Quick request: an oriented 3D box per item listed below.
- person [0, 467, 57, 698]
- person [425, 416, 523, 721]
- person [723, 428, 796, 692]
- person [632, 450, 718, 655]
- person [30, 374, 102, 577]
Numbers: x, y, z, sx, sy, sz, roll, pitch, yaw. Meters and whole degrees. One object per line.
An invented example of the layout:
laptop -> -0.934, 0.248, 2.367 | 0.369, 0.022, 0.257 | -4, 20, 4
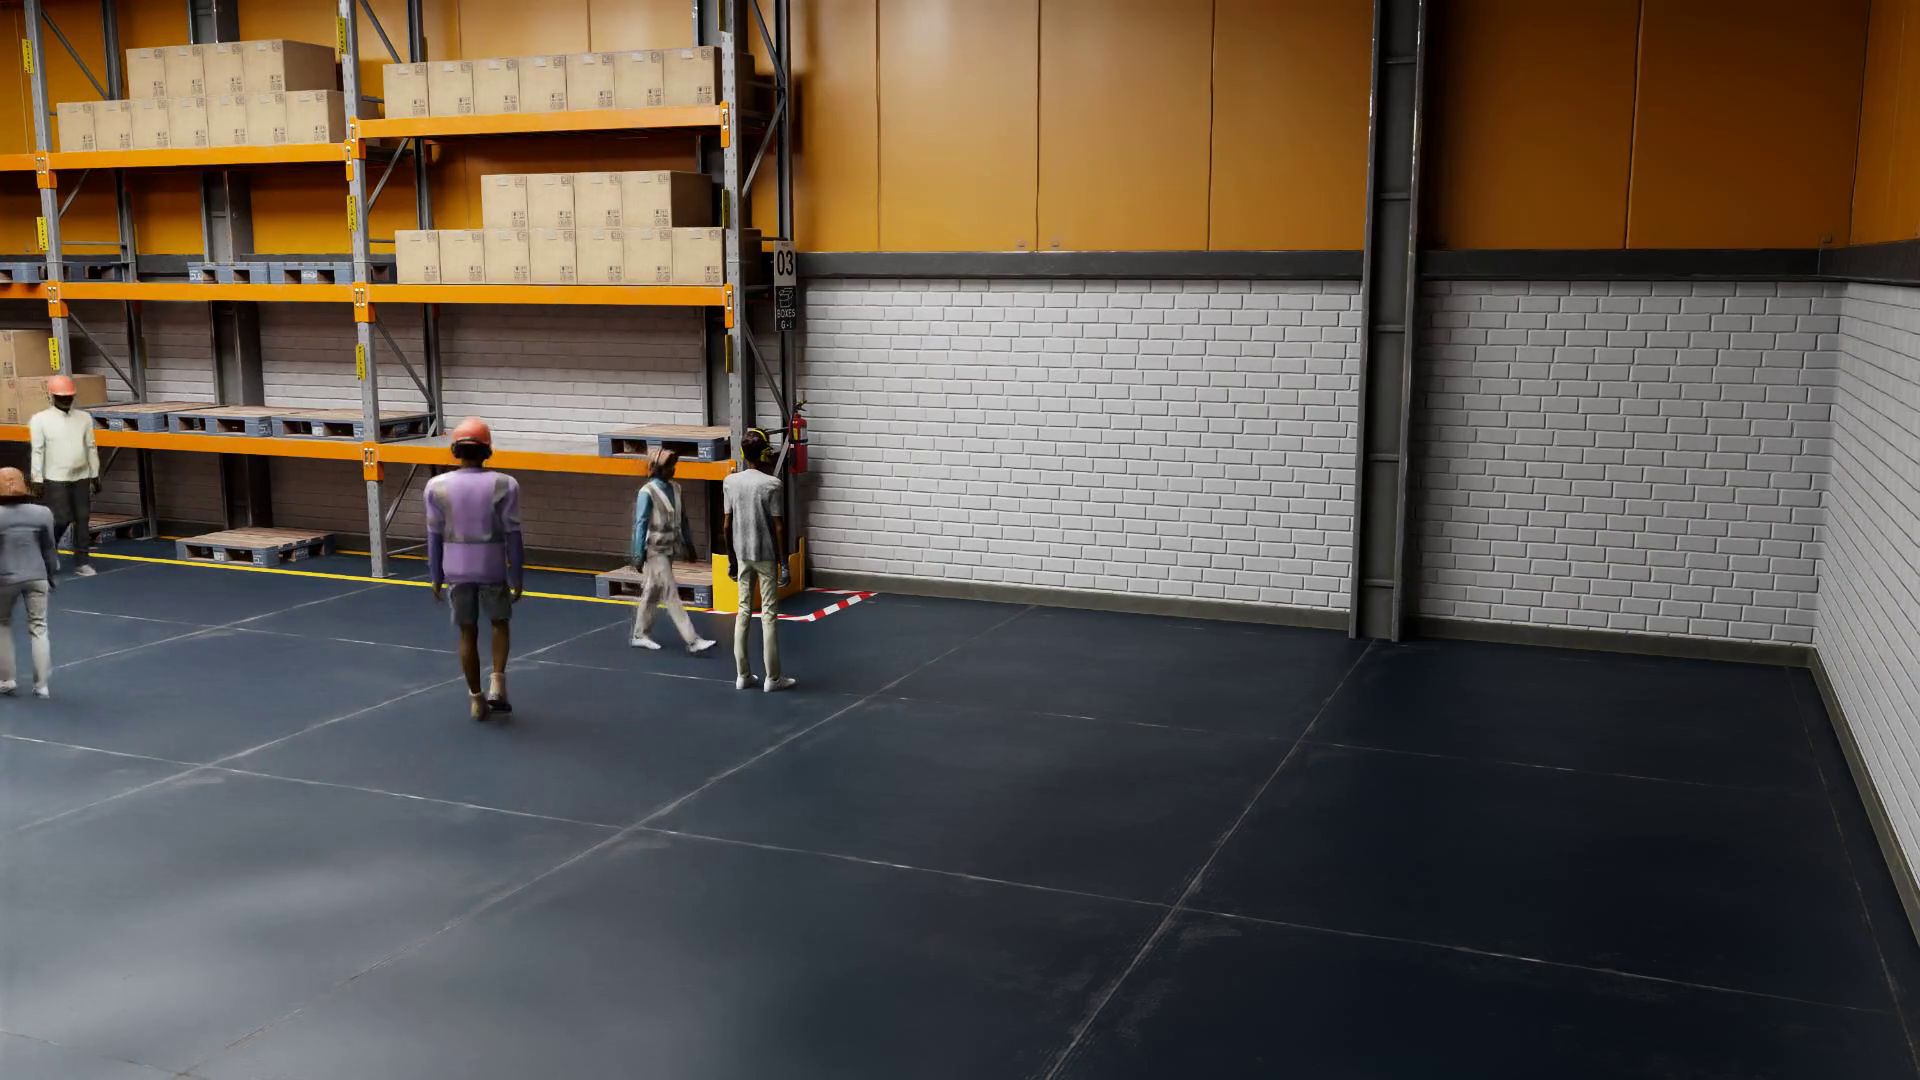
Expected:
person -> -6.597, 0.295, 11.640 | 0.515, 1.618, 0.587 | -9, 13, -42
person -> -3.197, 0.198, 11.002 | 0.604, 2.029, 0.412 | -2, 10, -12
person -> -1.428, 0.144, 11.787 | 0.514, 1.872, 0.328 | 4, 10, 22
person -> -2.232, 0.098, 12.866 | 0.847, 1.590, 0.543 | 4, 10, 21
person -> -8.654, -0.618, 16.100 | 0.493, 1.979, 0.617 | 6, 11, 31
